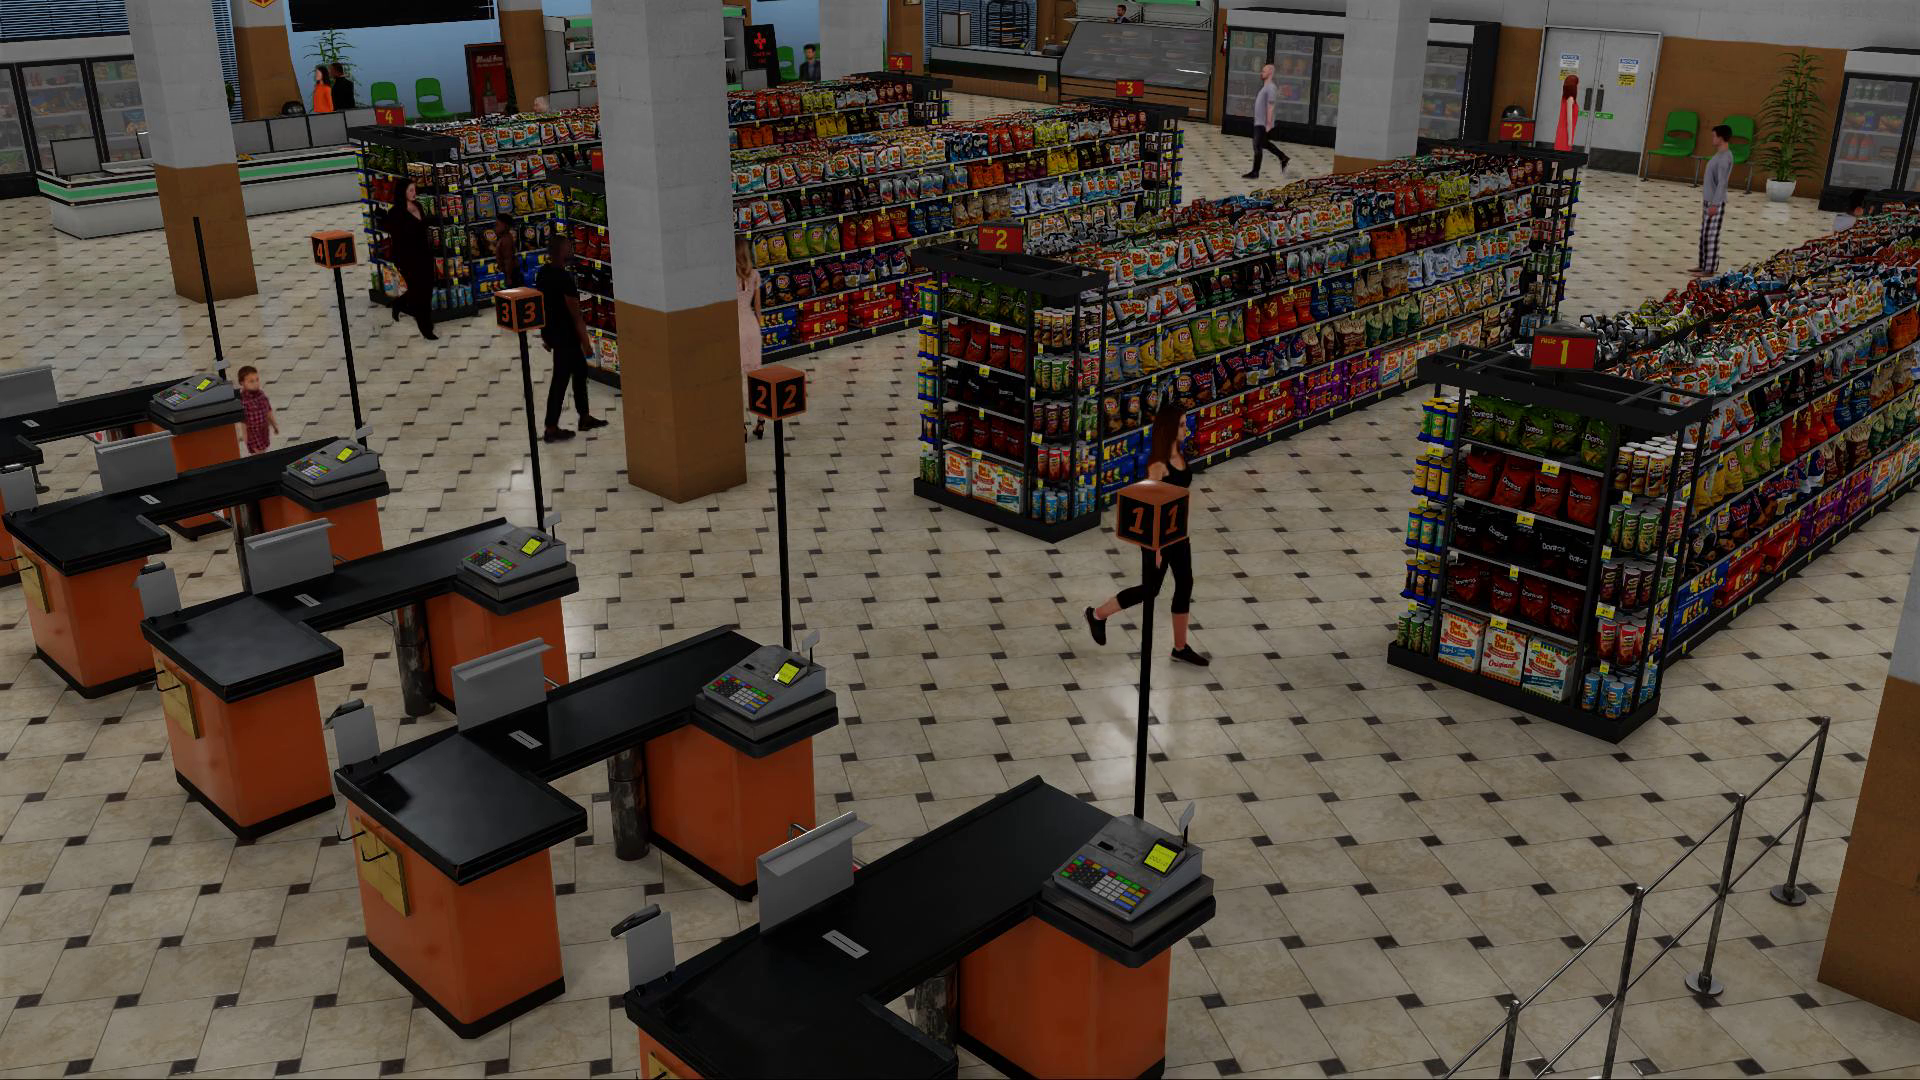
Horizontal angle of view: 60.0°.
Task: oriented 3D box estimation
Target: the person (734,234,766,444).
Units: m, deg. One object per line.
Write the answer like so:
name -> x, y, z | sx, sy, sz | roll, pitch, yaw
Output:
person -> -1.902, -1.755, 14.502 | 0.498, 1.829, 0.670 | -15, 26, -32

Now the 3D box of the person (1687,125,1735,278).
person -> 9.324, -4.184, 20.524 | 0.772, 1.846, 0.650 | 6, 23, 15

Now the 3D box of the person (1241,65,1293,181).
person -> 5.025, -6.765, 26.991 | 1.128, 1.814, 1.102 | 1, 22, 3

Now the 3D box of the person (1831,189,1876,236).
person -> 8.385, -2.413, 16.053 | 1.253, 1.894, 1.233 | 0, 22, 1

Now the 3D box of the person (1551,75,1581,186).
person -> 9.325, -6.239, 25.662 | 0.730, 1.828, 0.647 | 2, 22, 5

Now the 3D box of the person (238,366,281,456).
person -> -5.752, -0.928, 13.538 | 0.581, 1.013, 0.560 | 9, 24, 22

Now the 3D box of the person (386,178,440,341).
person -> -5.888, -2.982, 17.678 | 0.992, 1.737, 0.989 | 4, 22, 11

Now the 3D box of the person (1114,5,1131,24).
person -> 3.717, -11.425, 38.514 | 0.615, 1.868, 0.570 | 20, 29, 41

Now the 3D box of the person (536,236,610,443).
person -> -3.539, -1.713, 14.443 | 0.913, 1.795, 0.754 | -14, 26, -32

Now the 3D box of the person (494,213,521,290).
person -> -4.940, -2.973, 18.308 | 0.617, 1.250, 0.596 | -5, 22, -13

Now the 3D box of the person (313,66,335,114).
person -> -10.465, -6.998, 27.685 | 0.983, 1.728, 0.638 | -20, 29, -40

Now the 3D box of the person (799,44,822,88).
person -> -2.584, -7.903, 29.743 | 1.009, 1.874, 1.116 | 4, 22, 9

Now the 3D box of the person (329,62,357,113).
person -> -9.737, -6.688, 26.714 | 1.123, 1.877, 0.996 | -4, 22, -9

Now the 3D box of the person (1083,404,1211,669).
person -> 1.182, -0.020, 10.354 | 0.810, 1.702, 1.053 | 13, 25, 29
